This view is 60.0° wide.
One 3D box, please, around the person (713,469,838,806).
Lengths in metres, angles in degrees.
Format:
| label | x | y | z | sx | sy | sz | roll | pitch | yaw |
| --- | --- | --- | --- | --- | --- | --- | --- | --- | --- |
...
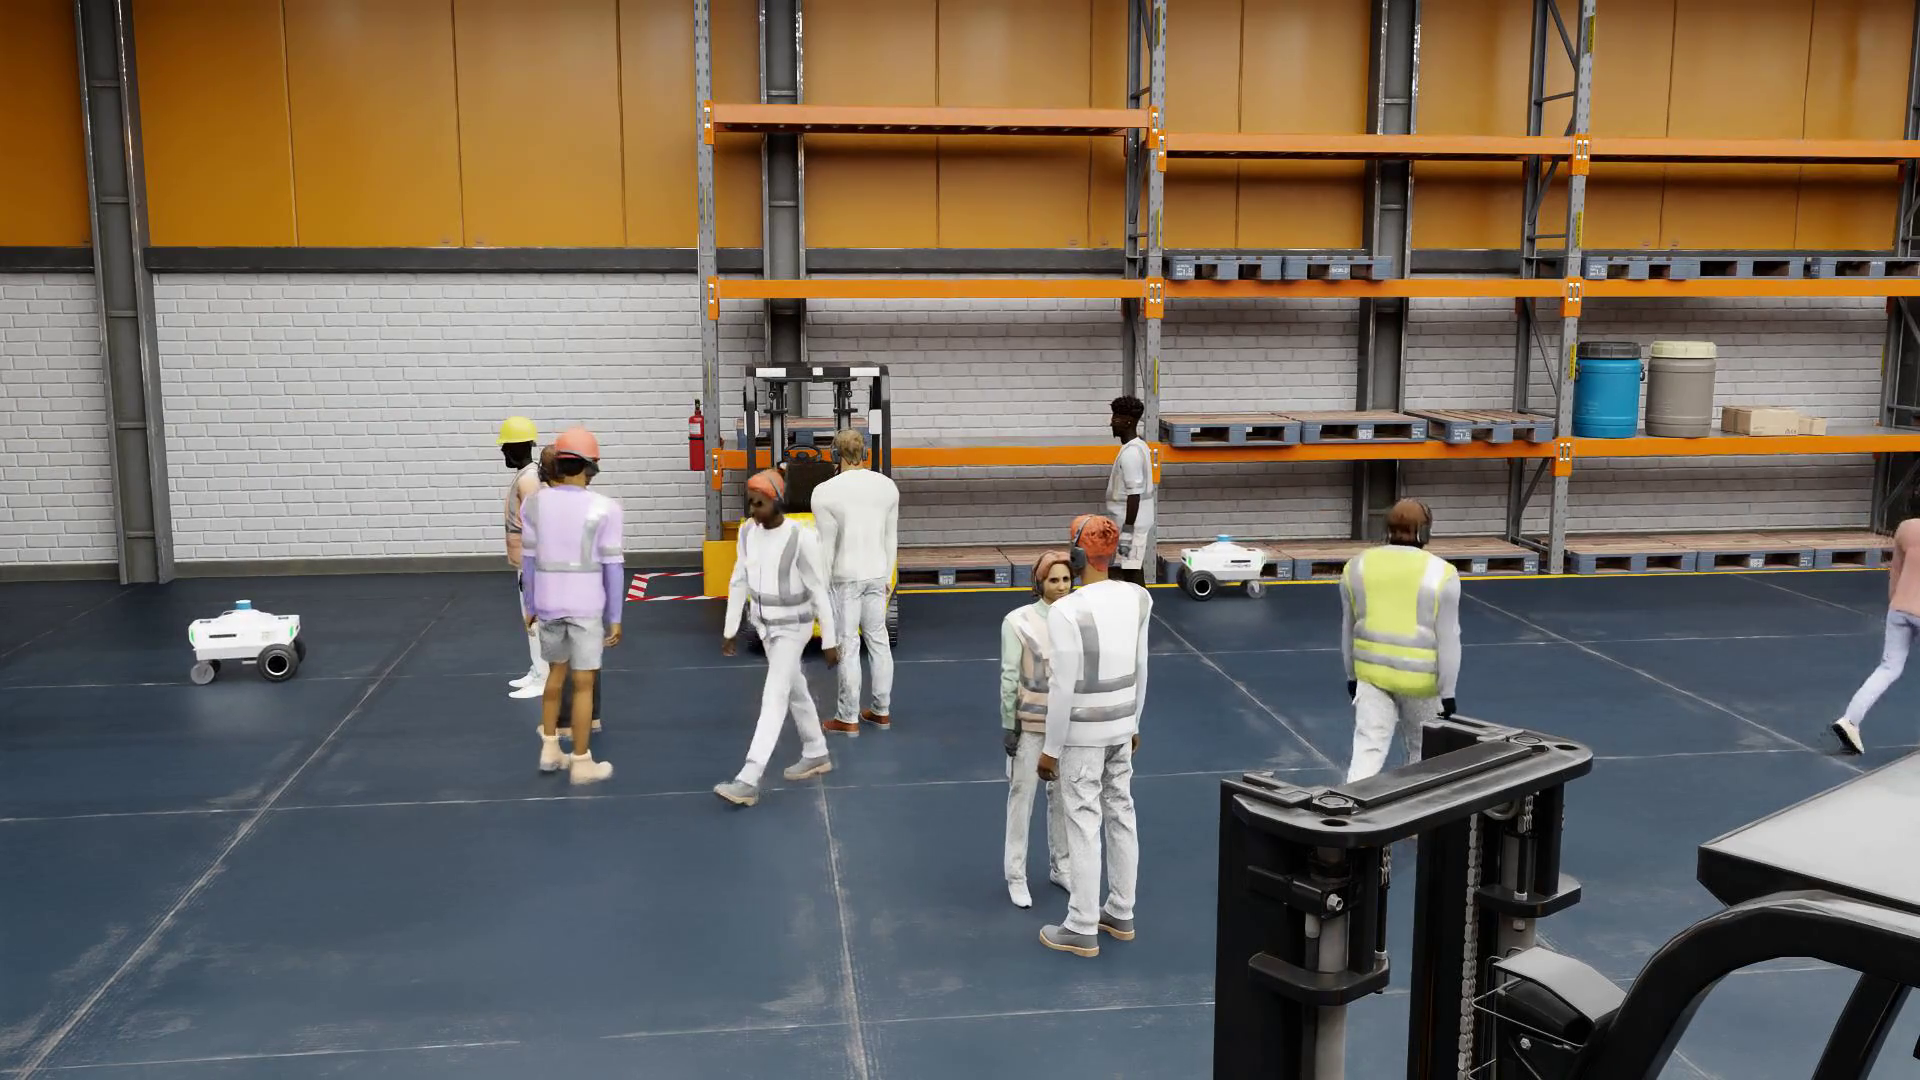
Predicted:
| label | x | y | z | sx | sy | sz | roll | pitch | yaw |
| --- | --- | --- | --- | --- | --- | --- | --- | --- | --- |
| person | -1.034 | 0.514 | 9.165 | 0.669 | 1.825 | 1.007 | 8 | 12 | 42 |

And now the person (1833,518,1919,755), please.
| label | x | y | z | sx | sy | sz | roll | pitch | yaw |
| --- | --- | --- | --- | --- | --- | --- | --- | --- | --- |
| person | 5.658 | 0.446 | 9.890 | 0.788 | 1.732 | 0.529 | -4 | 10 | -21 |

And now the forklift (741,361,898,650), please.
| label | x | y | z | sx | sy | sz | roll | pitch | yaw |
| --- | --- | --- | --- | --- | --- | --- | --- | --- | --- |
| forklift | -1.154 | -0.340 | 13.365 | 1.214 | 2.155 | 2.313 | -1 | 9 | -7 |

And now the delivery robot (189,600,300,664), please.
| label | x | y | z | sx | sy | sz | roll | pitch | yaw |
| --- | --- | --- | --- | --- | --- | --- | --- | --- | --- |
| delivery robot | -5.095 | 0.673 | 11.853 | 0.707 | 0.478 | 0.477 | -2 | 9 | -15 |

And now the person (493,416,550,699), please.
| label | x | y | z | sx | sy | sz | roll | pitch | yaw |
| --- | --- | --- | --- | --- | --- | --- | --- | --- | --- |
| person | -2.961 | 0.116 | 11.352 | 0.373 | 1.924 | 0.594 | -2 | 9 | -13 |

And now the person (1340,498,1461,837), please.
| label | x | y | z | sx | sy | sz | roll | pitch | yaw |
| --- | --- | --- | --- | --- | --- | --- | --- | --- | --- |
| person | 2.158 | 0.689 | 8.235 | 0.630 | 1.791 | 0.981 | 6 | 11 | 34 |

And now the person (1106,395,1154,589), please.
| label | x | y | z | sx | sy | sz | roll | pitch | yaw |
| --- | --- | --- | --- | --- | --- | --- | --- | --- | --- |
| person | 1.297 | -0.127 | 12.743 | 0.374 | 1.966 | 0.608 | 2 | 9 | 11 |

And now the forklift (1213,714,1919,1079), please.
| label | x | y | z | sx | sy | sz | roll | pitch | yaw |
| --- | --- | --- | --- | --- | --- | --- | --- | --- | --- |
| forklift | 1.441 | 1.425 | 2.350 | 1.214 | 2.155 | 2.313 | -7 | 12 | -39 |

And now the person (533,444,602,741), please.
| label | x | y | z | sx | sy | sz | roll | pitch | yaw |
| --- | --- | --- | --- | --- | --- | --- | --- | --- | --- |
| person | -2.457 | 0.323 | 10.320 | 0.324 | 1.841 | 0.517 | 7 | 11 | 36 |

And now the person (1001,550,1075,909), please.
| label | x | y | z | sx | sy | sz | roll | pitch | yaw |
| --- | --- | --- | --- | --- | --- | --- | --- | --- | --- |
| person | 0.415 | 0.852 | 7.645 | 0.515 | 1.641 | 0.315 | -4 | 10 | -25 |

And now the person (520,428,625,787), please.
| label | x | y | z | sx | sy | sz | roll | pitch | yaw |
| --- | --- | --- | --- | --- | --- | --- | --- | --- | --- |
| person | -2.195 | 0.379 | 9.467 | 0.632 | 2.018 | 0.541 | 2 | 9 | 10 |

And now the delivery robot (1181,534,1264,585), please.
| label | x | y | z | sx | sy | sz | roll | pitch | yaw |
| --- | --- | --- | --- | --- | --- | --- | --- | --- | --- |
| delivery robot | 2.344 | 0.194 | 14.841 | 0.707 | 0.478 | 0.477 | -1 | 9 | -5 |

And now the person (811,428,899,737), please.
| label | x | y | z | sx | sy | sz | roll | pitch | yaw |
| --- | --- | --- | --- | --- | --- | --- | --- | --- | --- |
| person | -0.662 | 0.266 | 10.399 | 0.629 | 1.933 | 0.379 | -7 | 12 | -38 |

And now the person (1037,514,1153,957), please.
| label | x | y | z | sx | sy | sz | roll | pitch | yaw |
| --- | --- | --- | --- | --- | --- | --- | --- | --- | --- |
| person | 0.565 | 0.824 | 7.074 | 0.573 | 1.883 | 0.356 | -8 | 12 | -42 |
